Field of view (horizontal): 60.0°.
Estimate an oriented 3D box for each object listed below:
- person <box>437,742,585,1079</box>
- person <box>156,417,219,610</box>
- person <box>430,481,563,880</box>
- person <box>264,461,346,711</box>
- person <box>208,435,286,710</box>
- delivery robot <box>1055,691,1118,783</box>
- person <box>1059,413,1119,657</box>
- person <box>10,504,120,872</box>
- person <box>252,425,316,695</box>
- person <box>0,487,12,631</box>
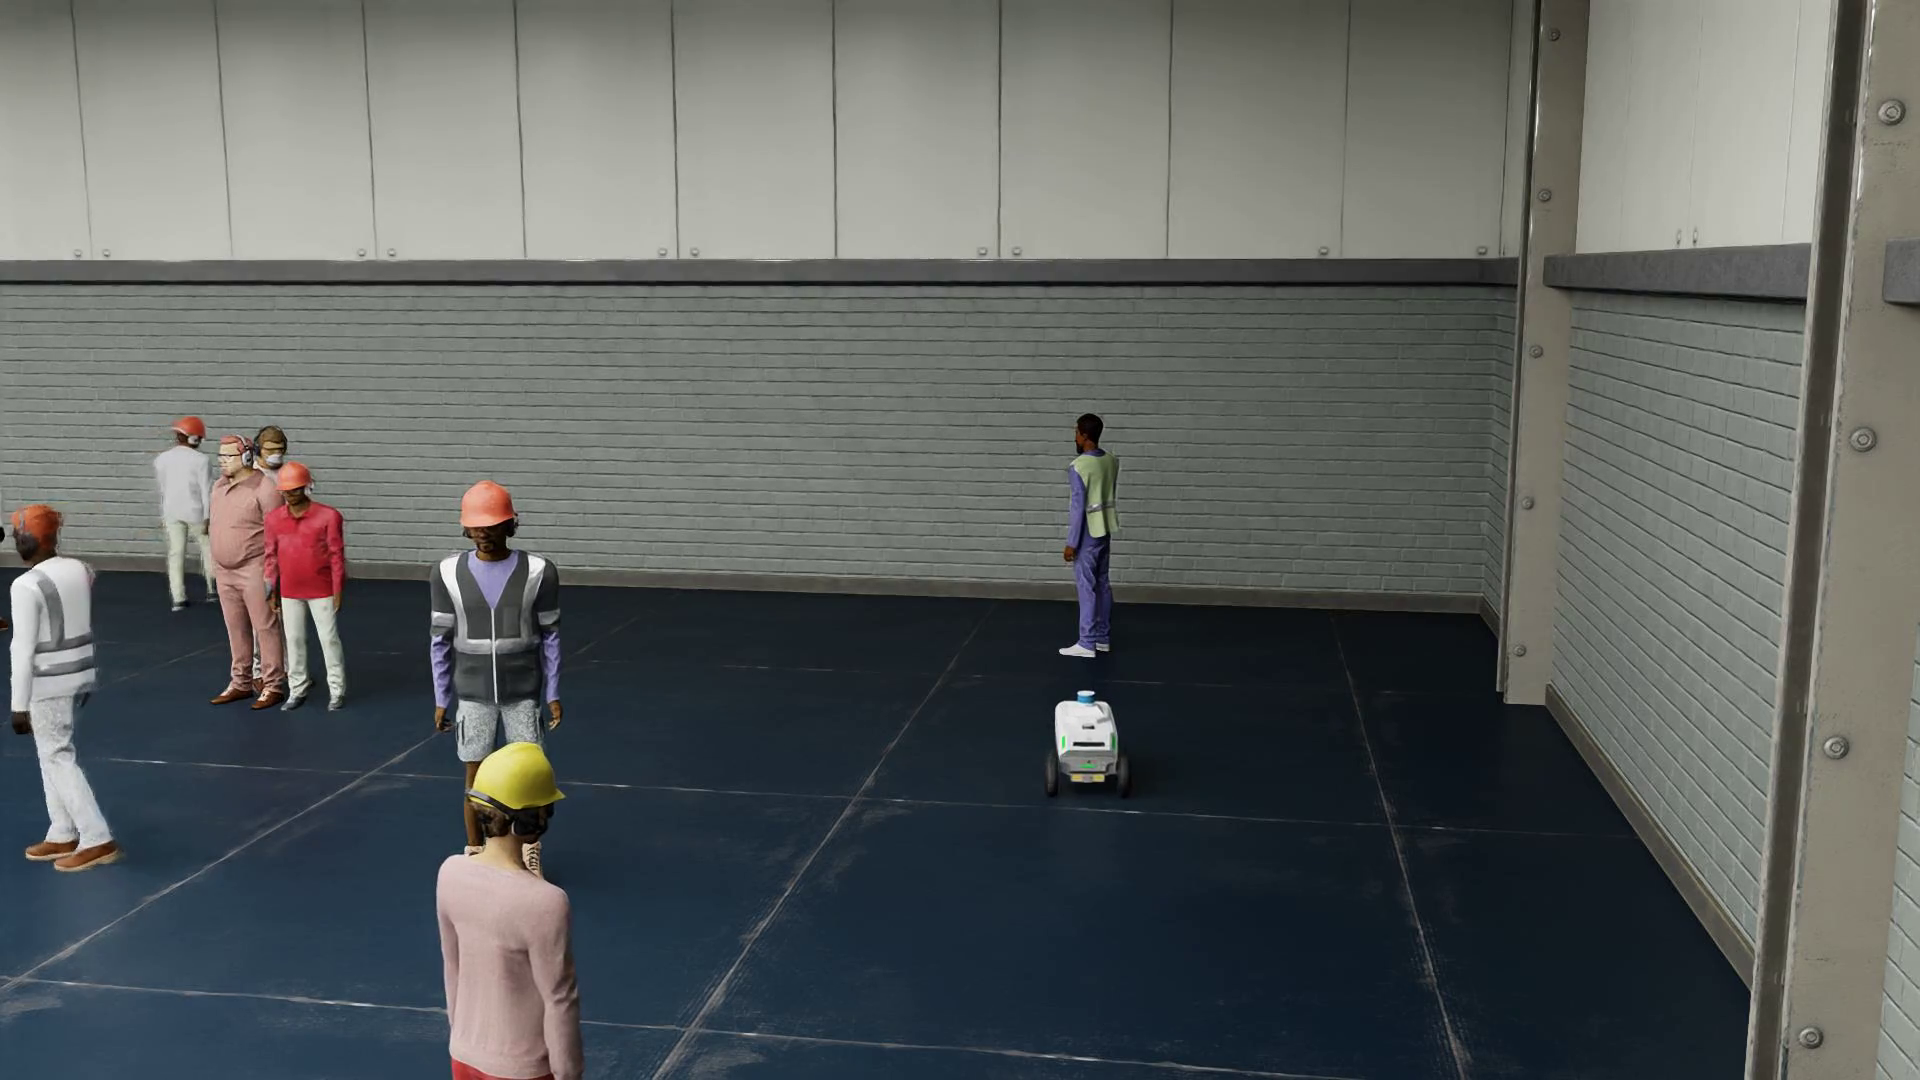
[{"bbox_3d":[-1.213,1.422,4.597,0.528,1.759,0.337,7,11,36],"label":"person"},{"bbox_3d":[-6.933,-0.261,15.082,0.569,1.713,0.749,1,9,9],"label":"person"},{"bbox_3d":[-2.225,0.727,8.009,0.614,2.040,0.390,-2,9,-10],"label":"person"},{"bbox_3d":[-4.498,0.324,11.422,0.564,1.742,0.361,0,9,1],"label":"person"},{"bbox_3d":[-4.974,0.221,11.548,0.640,1.909,0.409,4,10,24],"label":"person"},{"bbox_3d":[0.740,1.132,9.794,0.477,0.478,0.707,0,9,1],"label":"delivery robot"},{"bbox_3d":[1.033,-0.036,13.093,0.392,1.919,0.590,6,11,34],"label":"person"},{"bbox_3d":[-4.572,0.745,8.407,0.537,1.876,0.594,0,9,3],"label":"person"},{"bbox_3d":[-4.944,0.133,12.006,0.372,1.934,0.627,7,12,39],"label":"person"},{"bbox_3d":[-8.261,-0.140,13.844,0.578,1.884,0.353,-1,9,-8],"label":"person"}]
